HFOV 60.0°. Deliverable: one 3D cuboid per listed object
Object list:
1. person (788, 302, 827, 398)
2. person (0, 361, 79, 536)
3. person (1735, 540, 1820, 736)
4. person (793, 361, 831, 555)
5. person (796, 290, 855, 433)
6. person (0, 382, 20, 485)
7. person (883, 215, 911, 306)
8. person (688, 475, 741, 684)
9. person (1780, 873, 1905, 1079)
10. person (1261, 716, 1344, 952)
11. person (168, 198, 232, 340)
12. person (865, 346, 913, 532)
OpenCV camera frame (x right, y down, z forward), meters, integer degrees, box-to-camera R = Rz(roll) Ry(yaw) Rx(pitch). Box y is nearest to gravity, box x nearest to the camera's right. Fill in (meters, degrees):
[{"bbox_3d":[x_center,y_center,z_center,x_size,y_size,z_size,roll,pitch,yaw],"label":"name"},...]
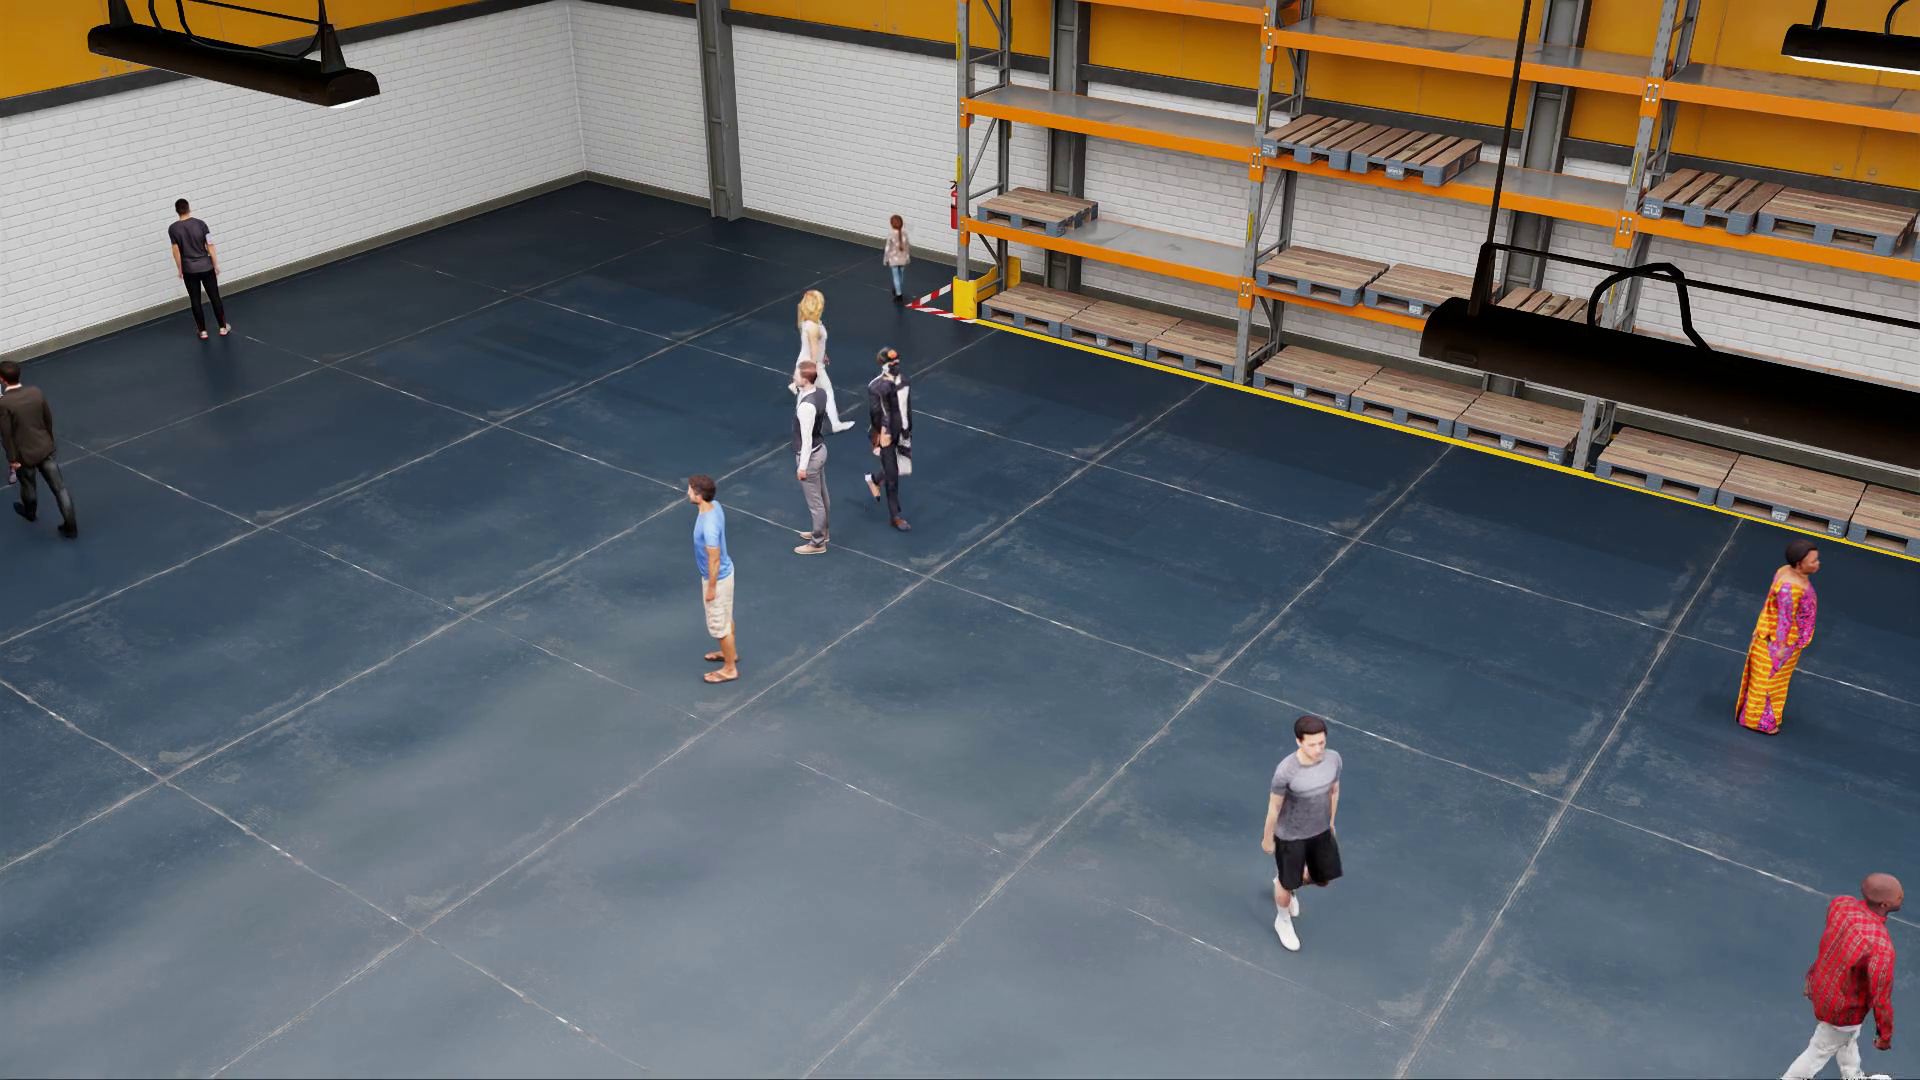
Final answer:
[{"bbox_3d":[-1.735,-2.146,18.908,0.744,1.263,0.732,-13,31,-23],"label":"person"},{"bbox_3d":[-8.859,-0.846,16.004,1.112,1.763,0.739,17,33,28],"label":"person"},{"bbox_3d":[6.533,0.728,13.198,0.700,1.686,0.688,13,31,22],"label":"person"},{"bbox_3d":[-1.398,-0.799,15.729,0.726,1.944,0.739,4,29,8],"label":"person"},{"bbox_3d":[-1.694,-1.891,18.047,0.914,1.640,0.932,-11,30,-19],"label":"person"},{"bbox_3d":[-10.053,-1.466,17.065,0.718,1.833,0.816,0,29,-1],"label":"person"},{"bbox_3d":[-0.806,-3.659,21.761,0.661,1.187,0.761,-13,31,-23],"label":"person"},{"bbox_3d":[-2.024,0.295,13.807,0.767,1.862,0.730,-2,29,-4],"label":"person"},{"bbox_3d":[4.983,2.648,9.567,1.176,1.792,1.029,1,29,1],"label":"person"},{"bbox_3d":[2.220,1.860,10.957,0.900,1.843,0.963,-10,30,-17],"label":"person"},{"bbox_3d":[-9.462,-3.371,20.631,0.724,1.764,0.731,-12,31,-20],"label":"person"},{"bbox_3d":[-0.728,-1.021,16.208,1.015,1.873,0.779,24,37,37],"label":"person"}]
